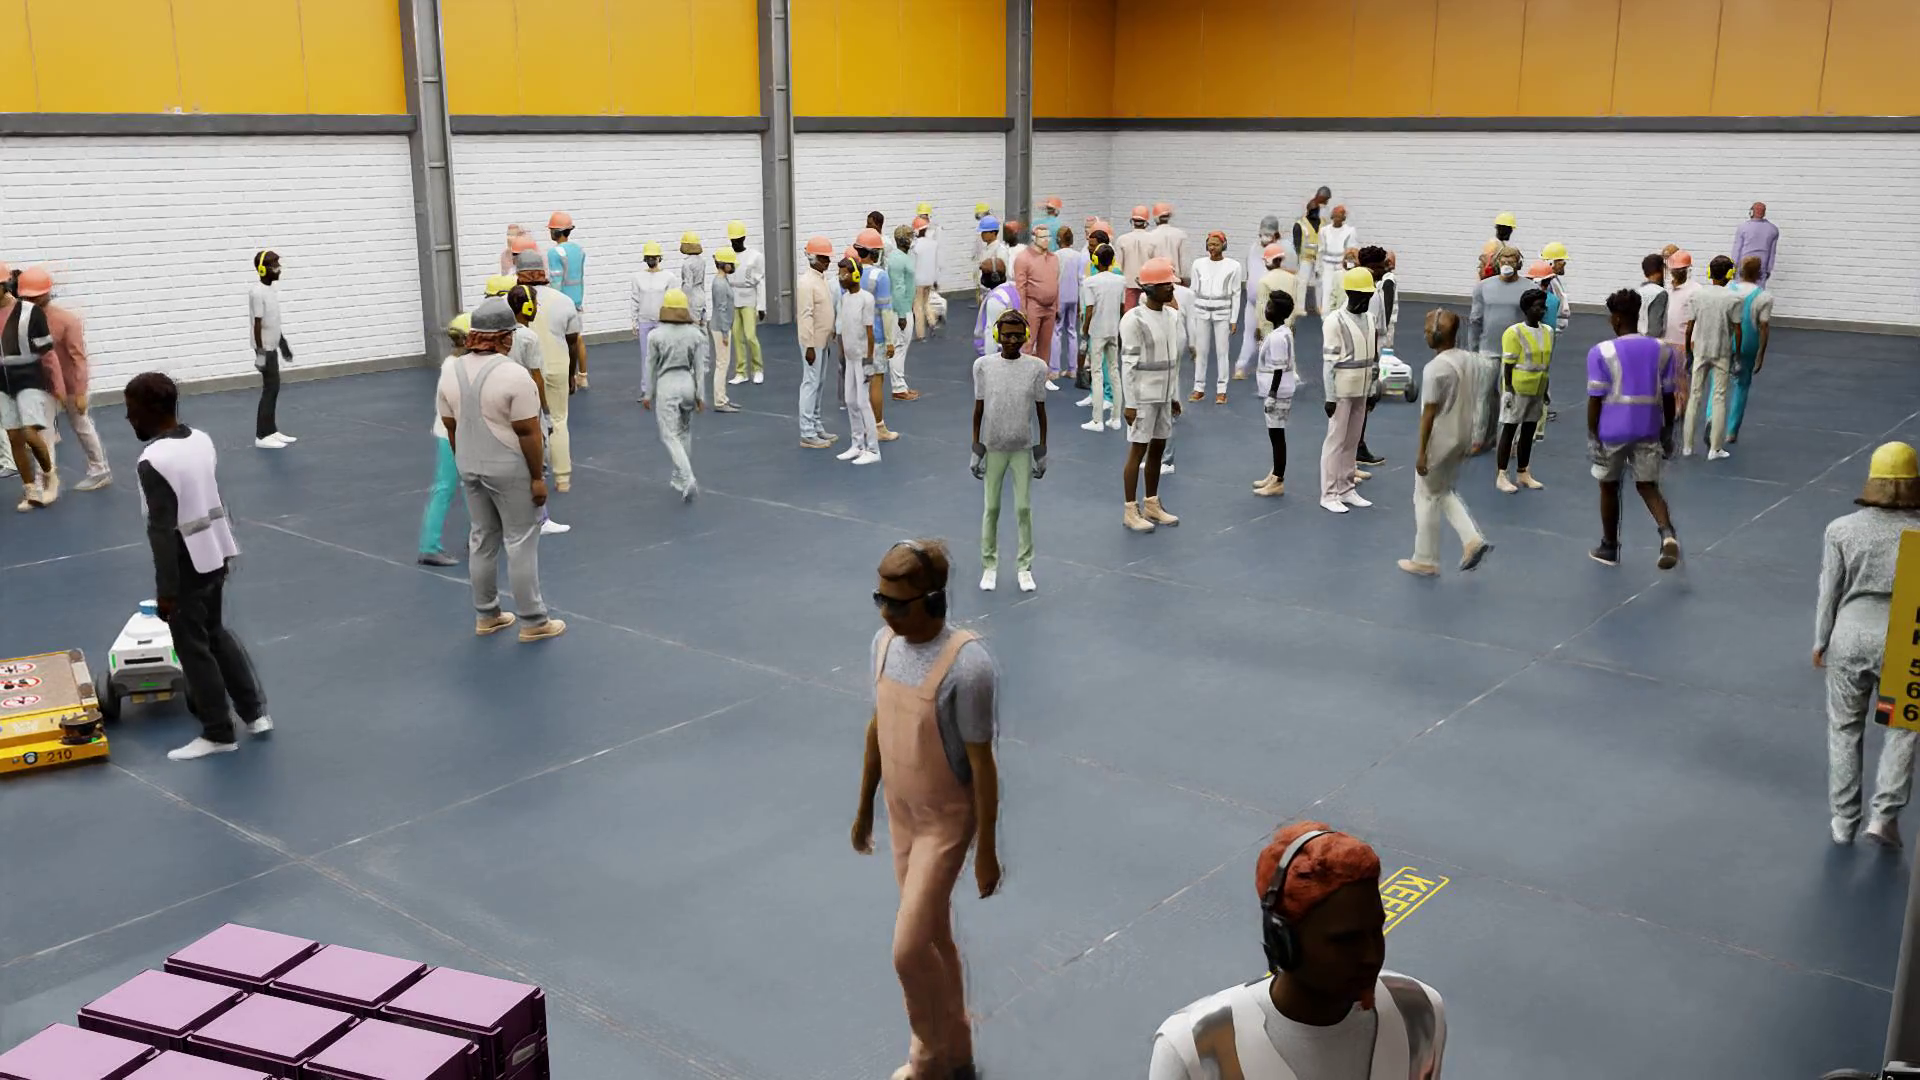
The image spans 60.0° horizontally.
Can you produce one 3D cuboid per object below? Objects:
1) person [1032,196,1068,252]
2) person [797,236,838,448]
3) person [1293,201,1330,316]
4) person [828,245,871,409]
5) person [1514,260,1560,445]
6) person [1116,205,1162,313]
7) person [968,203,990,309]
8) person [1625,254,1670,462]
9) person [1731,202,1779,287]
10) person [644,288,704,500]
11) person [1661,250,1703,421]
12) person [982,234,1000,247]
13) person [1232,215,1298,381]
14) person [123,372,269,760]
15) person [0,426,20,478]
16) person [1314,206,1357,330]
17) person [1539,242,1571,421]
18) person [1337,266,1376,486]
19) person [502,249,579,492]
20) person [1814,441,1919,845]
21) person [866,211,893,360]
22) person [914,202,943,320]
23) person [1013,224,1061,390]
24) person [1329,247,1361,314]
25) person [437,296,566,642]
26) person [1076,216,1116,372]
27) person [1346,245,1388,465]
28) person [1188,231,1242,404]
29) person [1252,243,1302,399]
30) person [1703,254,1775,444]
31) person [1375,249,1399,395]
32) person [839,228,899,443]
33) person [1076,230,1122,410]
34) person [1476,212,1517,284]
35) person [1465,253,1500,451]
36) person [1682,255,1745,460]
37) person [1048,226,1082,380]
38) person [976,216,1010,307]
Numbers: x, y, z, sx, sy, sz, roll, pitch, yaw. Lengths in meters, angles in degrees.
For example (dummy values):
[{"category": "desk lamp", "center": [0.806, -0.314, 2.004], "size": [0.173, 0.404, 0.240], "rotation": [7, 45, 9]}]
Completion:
[{"category": "person", "center": [1.346, -4.132, 24.815], "size": [0.598, 1.972, 0.495], "rotation": [11, 18, 39]}, {"category": "person", "center": [-1.348, -1.879, 15.781], "size": [0.395, 1.990, 0.619], "rotation": [2, 14, 10]}, {"category": "person", "center": [5.618, -4.489, 26.556], "size": [0.641, 1.824, 0.431], "rotation": [-3, 14, -13]}, {"category": "person", "center": [-1.130, -2.274, 17.831], "size": [0.575, 1.754, 0.325], "rotation": [4, 15, 15]}, {"category": "person", "center": [5.478, -1.783, 15.883], "size": [0.329, 1.751, 0.563], "rotation": [11, 18, 38]}, {"category": "person", "center": [2.309, -3.293, 21.424], "size": [0.609, 1.996, 0.379], "rotation": [4, 15, 16]}, {"category": "person", "center": [0.324, -4.710, 27.595], "size": [0.666, 1.744, 0.535], "rotation": [-3, 14, -10]}, {"category": "person", "center": [6.147, -1.616, 14.985], "size": [0.383, 1.877, 0.735], "rotation": [0, 14, 1]}, {"category": "person", "center": [11.657, -4.015, 24.516], "size": [0.638, 1.900, 0.404], "rotation": [-1, 14, -2]}, {"category": "person", "center": [-2.297, -1.195, 13.609], "size": [0.488, 1.716, 0.802], "rotation": [-8, 16, -29]}, {"category": "person", "center": [7.362, -2.106, 17.174], "size": [0.345, 1.748, 0.573], "rotation": [-9, 17, -31]}, {"category": "person", "center": [0.499, -4.186, 25.805], "size": [0.323, 1.608, 0.669], "rotation": [-5, 15, -17]}, {"category": "person", "center": [3.699, -2.952, 19.971], "size": [0.679, 2.000, 1.050], "rotation": [9, 17, 32]}, {"category": "person", "center": [-3.639, 0.128, 7.975], "size": [0.446, 1.897, 0.690], "rotation": [-1, 14, -4]}, {"category": "person", "center": [-8.424, -1.406, 14.411], "size": [0.351, 1.738, 0.573], "rotation": [-14, 19, -43]}, {"category": "person", "center": [5.654, -4.105, 25.017], "size": [0.630, 1.839, 0.983], "rotation": [5, 15, 21]}, {"category": "person", "center": [6.086, -2.157, 17.217], "size": [0.404, 1.833, 0.588], "rotation": [6, 15, 22]}, {"category": "person", "center": [3.358, -1.394, 14.143], "size": [0.346, 1.846, 0.506], "rotation": [8, 16, 30]}, {"category": "person", "center": [-3.506, -1.401, 13.773], "size": [0.683, 2.000, 0.535], "rotation": [-6, 15, -24]}, {"category": "person", "center": [3.881, 0.444, 7.040], "size": [0.503, 1.725, 0.403], "rotation": [10, 17, 35]}, {"category": "person", "center": [-1.049, -3.291, 21.570], "size": [0.391, 1.920, 0.587], "rotation": [-7, 16, -26]}, {"category": "person", "center": [-0.545, -4.356, 26.021], "size": [0.590, 1.825, 0.403], "rotation": [9, 16, 31]}, {"category": "person", "center": [0.912, -2.637, 18.985], "size": [0.641, 1.909, 0.409], "rotation": [-12, 18, -40]}, {"category": "person", "center": [4.526, -2.587, 19.337], "size": [0.497, 1.633, 0.289], "rotation": [9, 16, 31]}, {"category": "person", "center": [-2.685, -0.423, 9.866], "size": [0.672, 2.000, 0.536], "rotation": [8, 16, 28]}, {"category": "person", "center": [1.646, -3.039, 20.592], "size": [0.409, 1.907, 0.651], "rotation": [-6, 15, -23]}, {"category": "person", "center": [3.645, -1.664, 14.975], "size": [0.368, 1.966, 0.602], "rotation": [-1, 14, -6]}, {"category": "person", "center": [2.775, -2.435, 18.228], "size": [0.575, 1.883, 0.355], "rotation": [6, 15, 22]}, {"category": "person", "center": [3.513, -2.407, 18.414], "size": [0.602, 1.731, 0.528], "rotation": [-11, 18, -38]}, {"category": "person", "center": [7.344, -1.776, 15.728], "size": [0.551, 1.823, 0.743], "rotation": [8, 16, 31]}, {"category": "person", "center": [4.792, -2.461, 18.820], "size": [0.314, 1.642, 0.514], "rotation": [2, 14, 7]}, {"category": "person", "center": [-0.868, -1.961, 16.002], "size": [0.605, 2.045, 0.377], "rotation": [11, 17, 36]}, {"category": "person", "center": [1.525, -2.356, 17.839], "size": [0.372, 1.917, 0.596], "rotation": [-8, 16, -28]}, {"category": "person", "center": [6.896, -3.259, 21.480], "size": [0.428, 1.911, 0.616], "rotation": [9, 17, 31]}, {"category": "person", "center": [4.958, -1.756, 15.586], "size": [0.375, 1.843, 0.575], "rotation": [9, 16, 31]}, {"category": "person", "center": [6.868, -1.662, 15.176], "size": [0.512, 1.865, 0.328], "rotation": [11, 18, 37]}, {"category": "person", "center": [1.246, -2.827, 19.893], "size": [0.518, 1.836, 0.347], "rotation": [-8, 16, -29]}, {"category": "person", "center": [0.386, -2.942, 20.136], "size": [0.417, 1.940, 0.607], "rotation": [-6, 15, -23]}]
